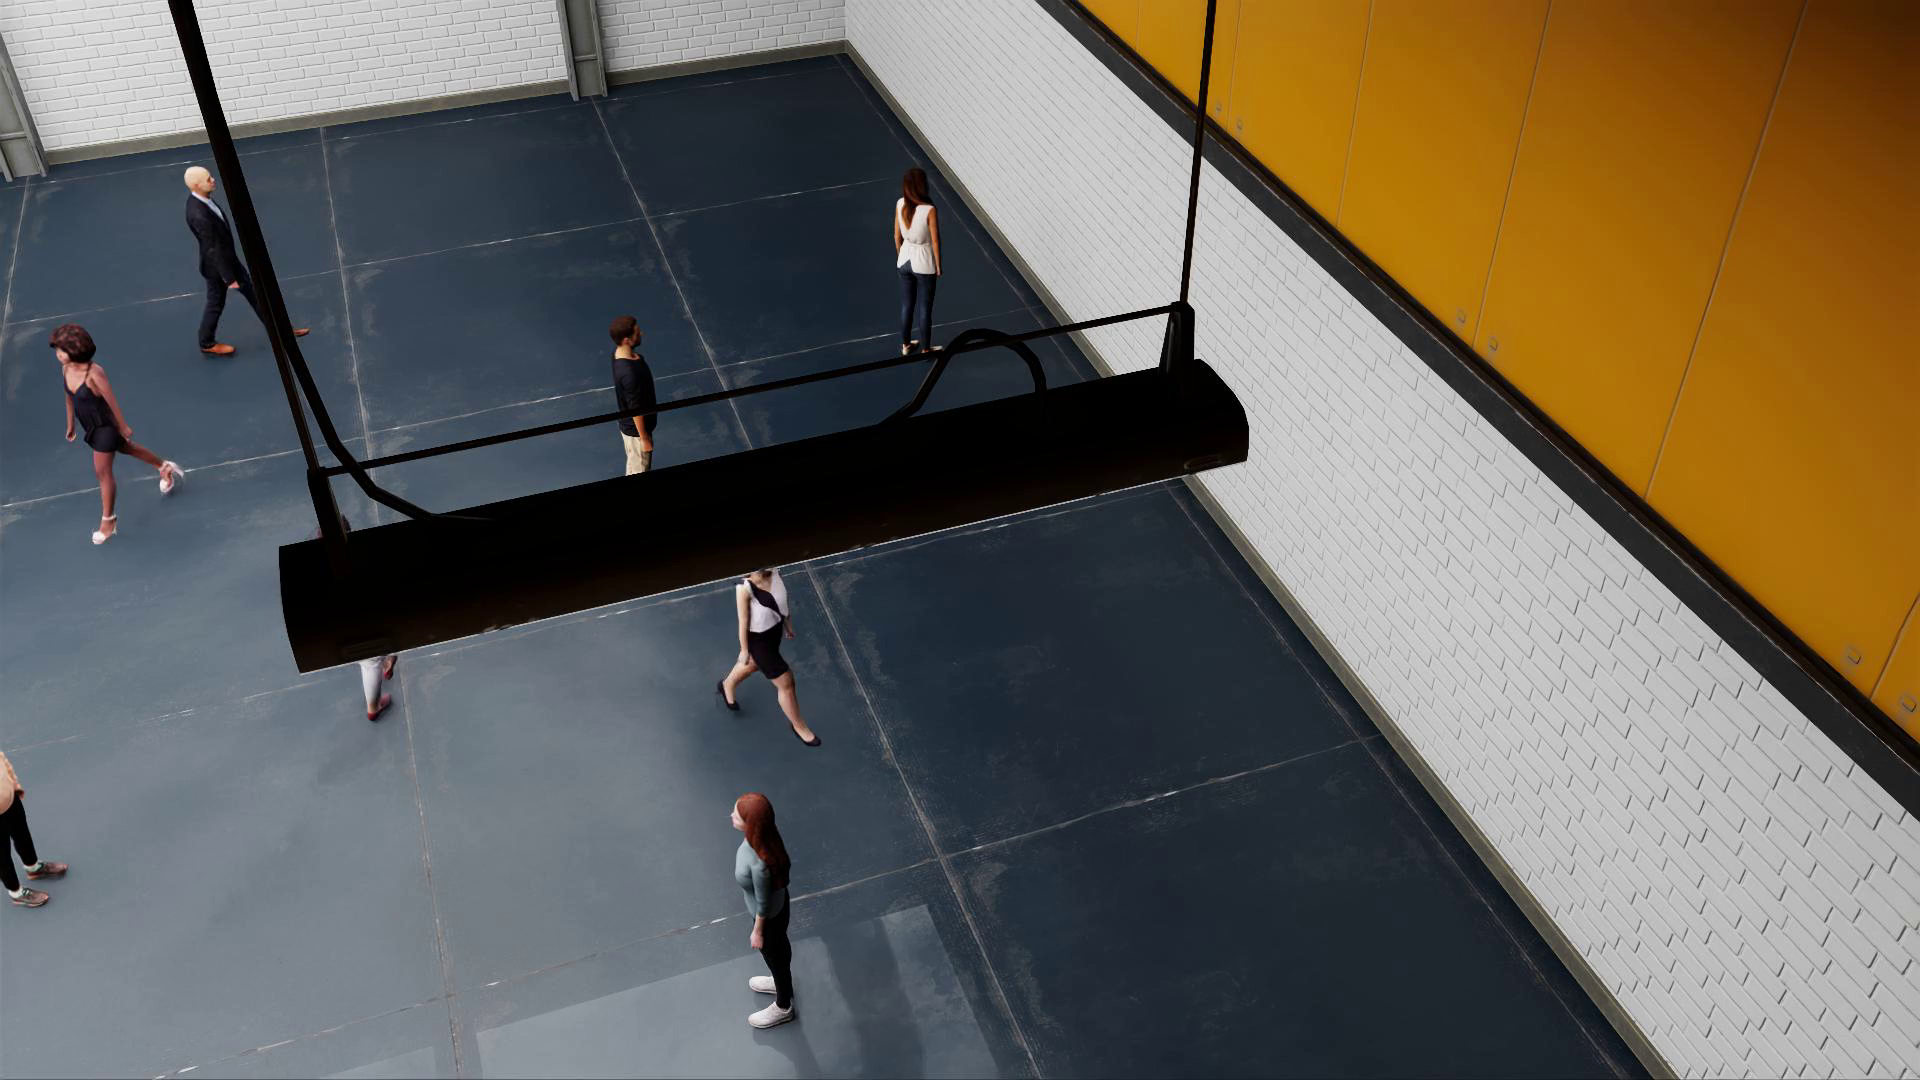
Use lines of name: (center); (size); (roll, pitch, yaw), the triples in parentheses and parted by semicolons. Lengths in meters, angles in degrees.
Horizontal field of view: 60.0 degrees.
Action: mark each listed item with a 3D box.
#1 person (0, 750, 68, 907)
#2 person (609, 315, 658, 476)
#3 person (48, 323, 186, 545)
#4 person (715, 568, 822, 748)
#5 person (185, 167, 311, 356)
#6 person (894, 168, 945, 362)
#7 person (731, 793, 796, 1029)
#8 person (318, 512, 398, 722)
person: (-5.656, 1.546, 9.732); (0.614, 1.482, 0.626); (2, 39, 2)
person: (-2.428, -0.857, 12.444); (0.553, 1.852, 0.637); (-11, 40, -13)
person: (-6.403, -0.896, 12.580); (1.015, 1.744, 1.156); (20, 43, 23)
person: (-1.331, 0.627, 10.779); (1.075, 1.610, 1.038); (18, 42, 21)
person: (-6.489, -2.360, 14.405); (1.206, 1.754, 0.814); (-8, 39, -10)
person: (-0.377, -2.379, 14.405); (0.683, 1.784, 0.721); (21, 43, 24)
person: (-1.041, 1.988, 8.969); (0.638, 1.743, 0.641); (-1, 39, -2)
person: (-3.969, 0.537, 10.913); (0.903, 1.585, 0.905); (8, 39, 10)
